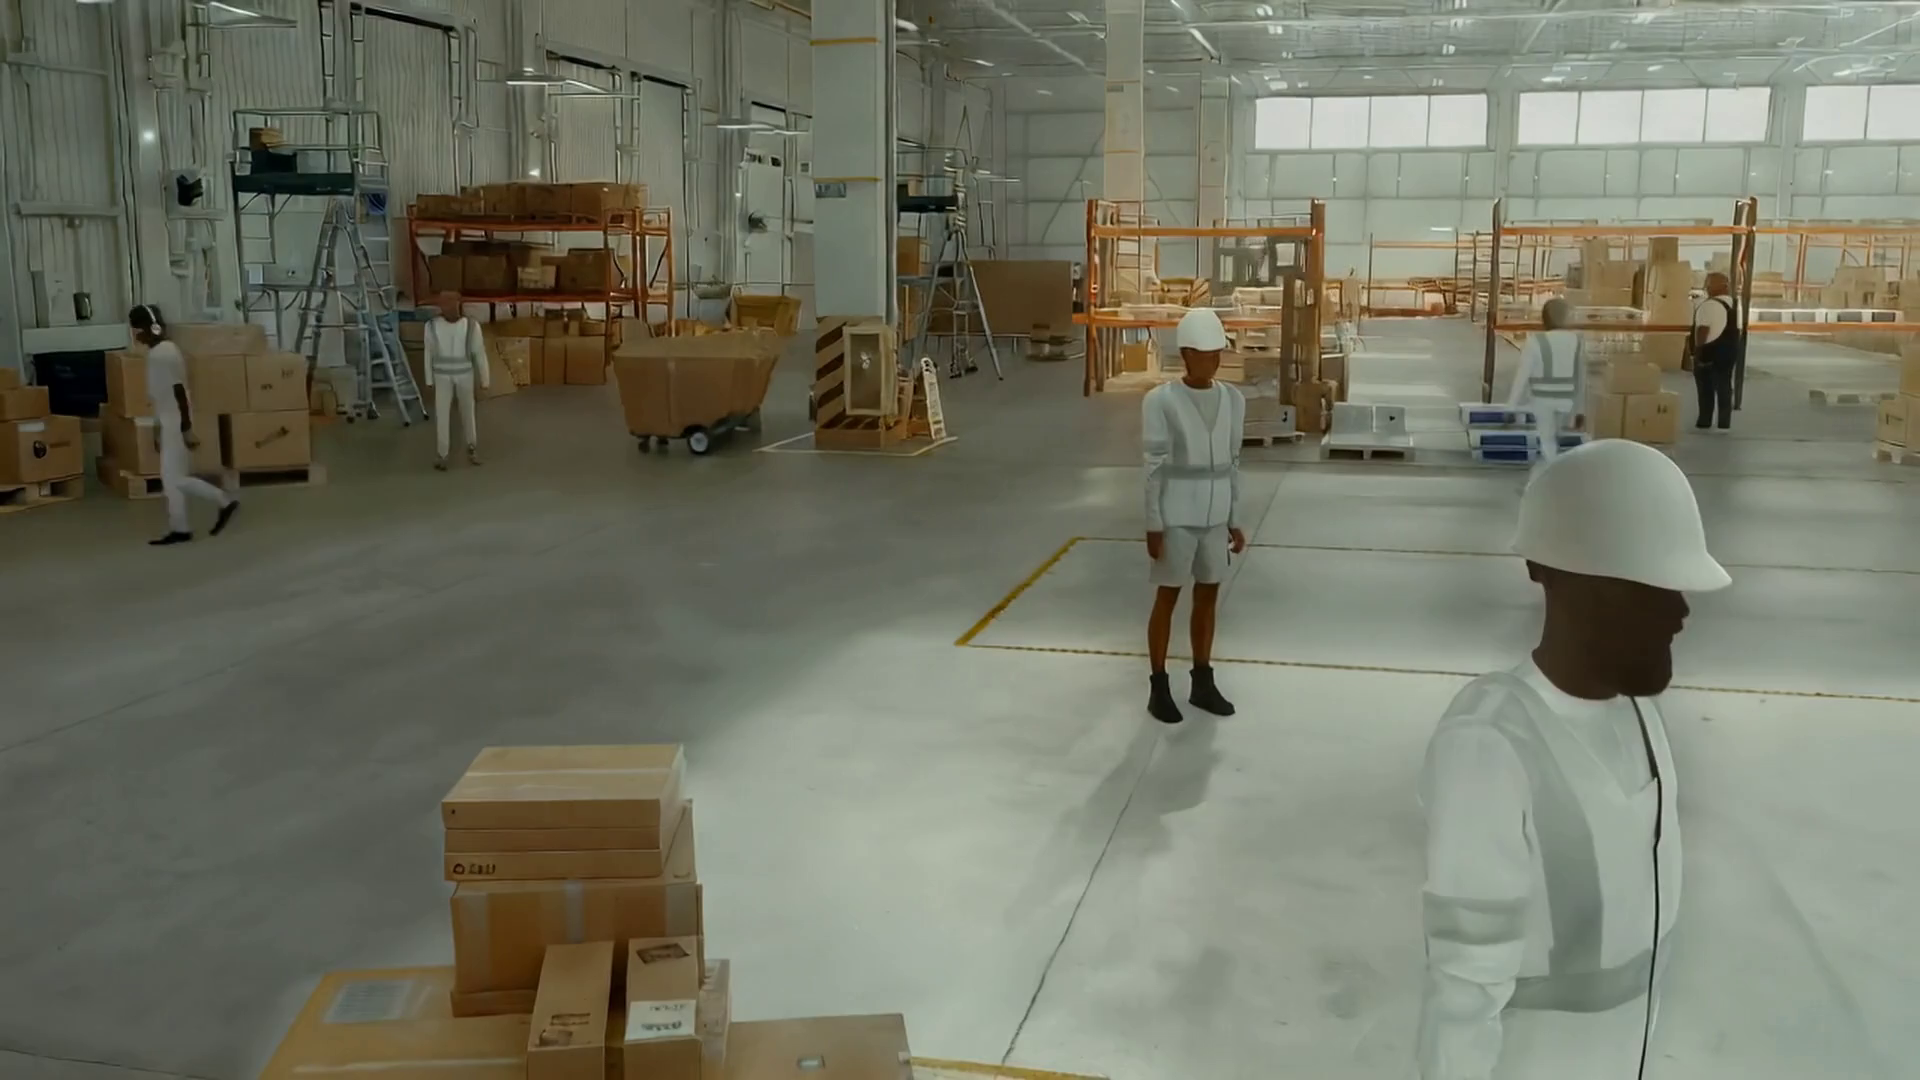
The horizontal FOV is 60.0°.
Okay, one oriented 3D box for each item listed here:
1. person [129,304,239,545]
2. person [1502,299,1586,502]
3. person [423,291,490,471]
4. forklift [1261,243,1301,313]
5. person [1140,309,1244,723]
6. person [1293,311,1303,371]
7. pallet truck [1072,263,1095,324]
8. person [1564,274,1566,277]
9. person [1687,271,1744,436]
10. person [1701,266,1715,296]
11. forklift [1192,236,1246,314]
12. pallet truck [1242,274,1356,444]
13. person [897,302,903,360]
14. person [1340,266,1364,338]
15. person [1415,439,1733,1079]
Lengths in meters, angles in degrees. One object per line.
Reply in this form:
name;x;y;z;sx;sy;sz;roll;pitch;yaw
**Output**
person;-5.916;-0.870;12.618;0.588;1.841;0.522;-8;13;-40
person;5.002;-1.127;14.150;0.594;1.834;1.005;-4;10;-20
person;-5.204;-1.642;17.168;0.666;1.816;1.015;-2;10;-11
forklift;9.623;-7.643;49.404;1.129;2.768;1.873;-1;10;-3
person;1.110;-0.112;7.836;0.542;1.938;0.358;-4;11;-24
person;6.618;-4.103;31.934;0.323;1.736;0.488;6;11;31
pallet truck;4.325;-8.180;55.162;0.823;1.965;1.885;6;11;31
person;18.819;-7.413;51.571;0.360;1.681;0.539;-1;10;-4
person;9.225;-2.297;20.395;0.696;2.000;0.535;-5;11;-28
person;22.842;-7.404;50.815;0.371;1.932;0.633;5;11;29
forklift;7.204;-6.885;44.940;1.129;2.768;1.873;-5;11;-27
pallet truck;3.653;-2.138;19.590;1.885;1.965;0.823;-4;10;-20
person;-1.076;-2.667;22.912;0.584;1.927;0.367;-4;10;-23
person;10.578;-6.406;44.893;0.637;1.936;0.355;2;10;12
person;0.880;0.807;2.455;0.384;1.925;0.593;9;13;41
